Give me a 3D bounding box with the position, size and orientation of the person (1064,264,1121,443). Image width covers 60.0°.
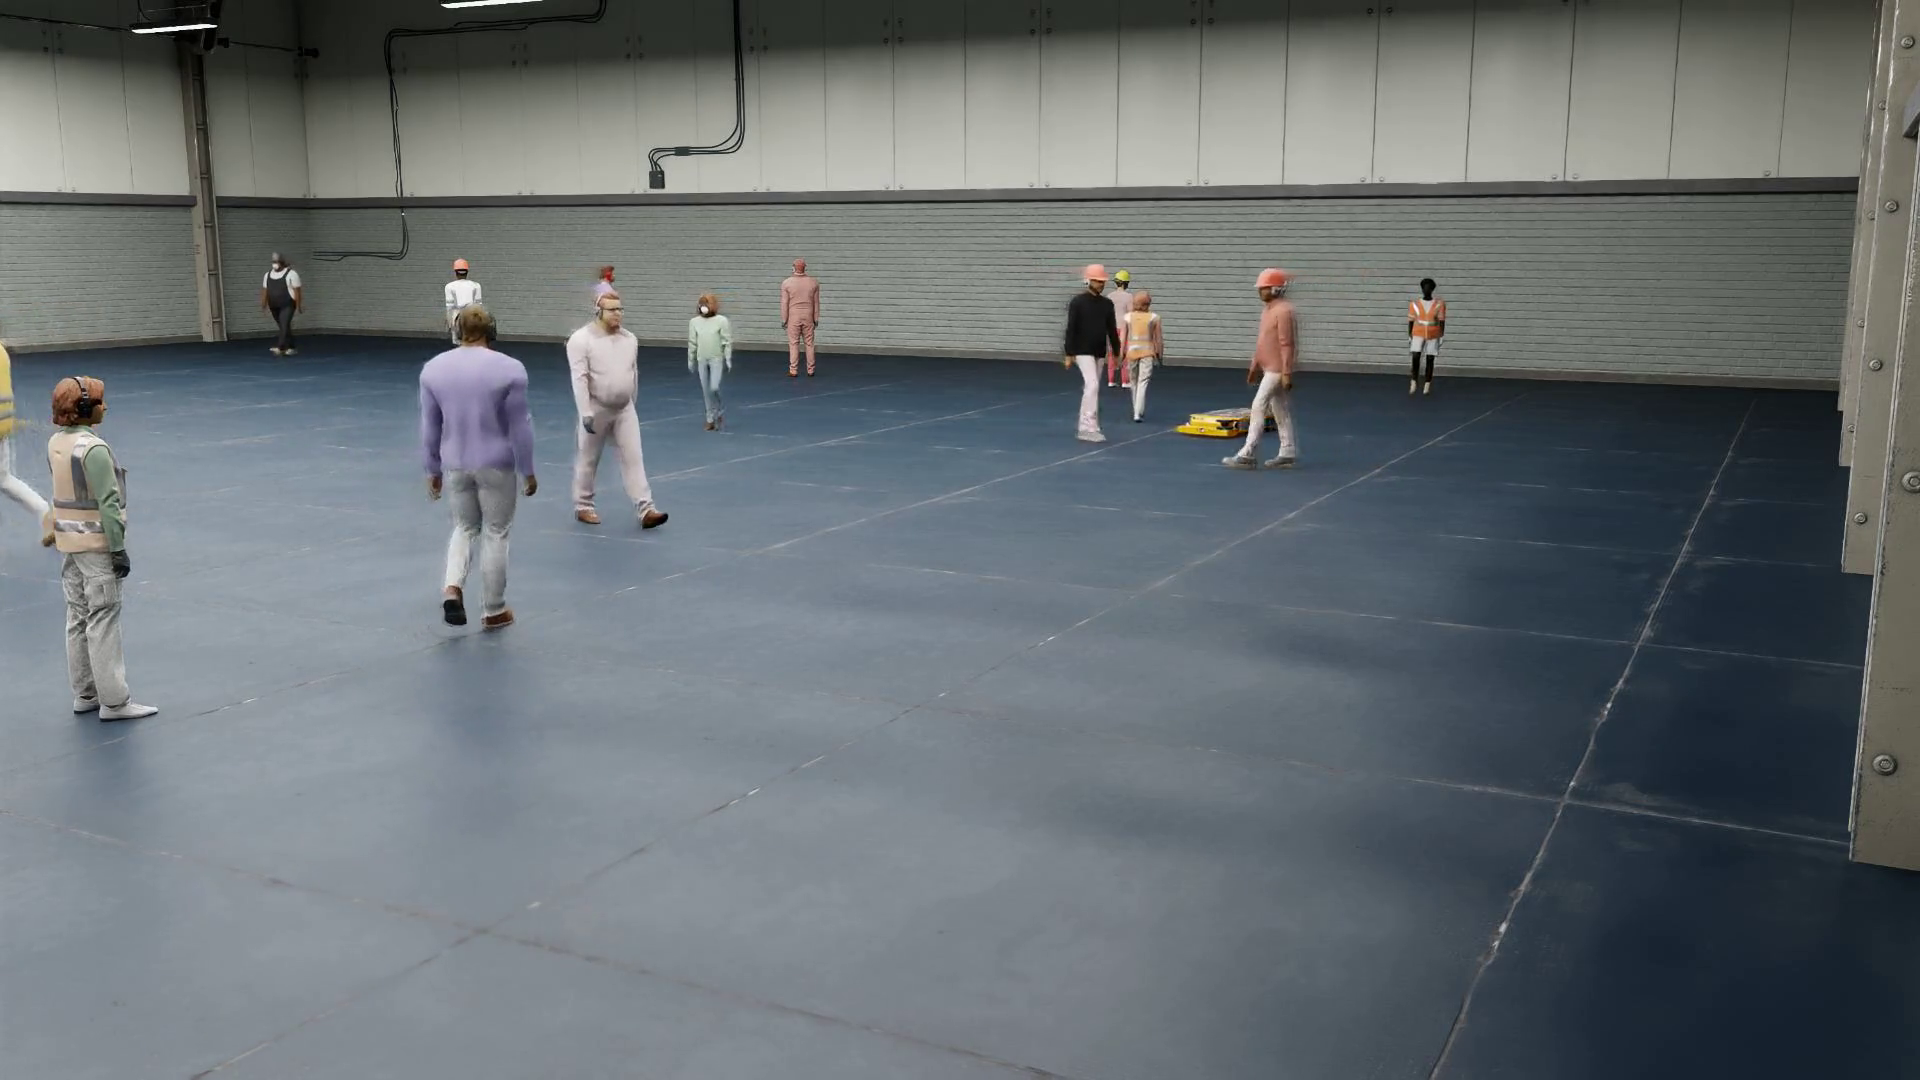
[{"bbox_3d":[1.544,-2.059,18.449,0.654,1.967,0.776,-8,13,-36],"label":"person"}]

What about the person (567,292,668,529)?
[{"bbox_3d":[-2.735,-1.005,13.042,0.646,1.854,1.003,-9,14,-40],"label":"person"}]

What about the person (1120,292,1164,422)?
[{"bbox_3d":[2.251,-2.271,20.637,0.538,1.592,0.882,3,11,17],"label":"person"}]

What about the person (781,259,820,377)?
[{"bbox_3d":[-2.602,-3.601,27.033,0.647,1.913,0.409,-4,11,-22],"label":"person"}]

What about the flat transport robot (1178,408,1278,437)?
[{"bbox_3d":[3.203,-1.384,19.422,0.652,0.197,1.431,8,13,38],"label":"flat transport robot"}]

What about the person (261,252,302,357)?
[{"bbox_3d":[-12.941,-4.506,31.614,0.701,2.000,1.023,2,11,12],"label":"person"}]

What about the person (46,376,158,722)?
[{"bbox_3d":[-4.113,0.046,7.889,0.514,1.641,0.307,8,13,37],"label":"person"}]

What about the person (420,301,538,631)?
[{"bbox_3d":[-2.775,-0.408,9.600,0.624,1.919,0.485,2,11,8],"label":"person"}]

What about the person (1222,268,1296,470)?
[{"bbox_3d":[2.936,-1.665,16.324,0.887,1.960,0.659,-1,10,-4],"label":"person"}]

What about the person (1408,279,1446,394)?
[{"bbox_3d":[6.716,-2.917,23.960,0.538,1.674,0.688,3,11,16],"label":"person"}]

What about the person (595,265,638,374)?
[{"bbox_3d":[-5.801,-3.580,27.188,0.943,1.809,0.573,-4,11,-20],"label":"person"}]

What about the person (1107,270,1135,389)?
[{"bbox_3d":[2.428,-3.163,25.040,0.523,1.769,0.315,9,14,41],"label":"person"}]

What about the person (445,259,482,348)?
[{"bbox_3d":[-7.599,-3.335,25.517,0.542,1.937,0.360,-5,11,-24],"label":"person"}]

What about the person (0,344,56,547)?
[{"bbox_3d":[-6.945,-0.784,11.942,0.746,1.818,0.626,0,10,-3],"label":"person"}]

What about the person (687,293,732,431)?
[{"bbox_3d":[-2.949,-2.081,19.519,0.532,1.617,0.386,3,11,17],"label":"person"}]
